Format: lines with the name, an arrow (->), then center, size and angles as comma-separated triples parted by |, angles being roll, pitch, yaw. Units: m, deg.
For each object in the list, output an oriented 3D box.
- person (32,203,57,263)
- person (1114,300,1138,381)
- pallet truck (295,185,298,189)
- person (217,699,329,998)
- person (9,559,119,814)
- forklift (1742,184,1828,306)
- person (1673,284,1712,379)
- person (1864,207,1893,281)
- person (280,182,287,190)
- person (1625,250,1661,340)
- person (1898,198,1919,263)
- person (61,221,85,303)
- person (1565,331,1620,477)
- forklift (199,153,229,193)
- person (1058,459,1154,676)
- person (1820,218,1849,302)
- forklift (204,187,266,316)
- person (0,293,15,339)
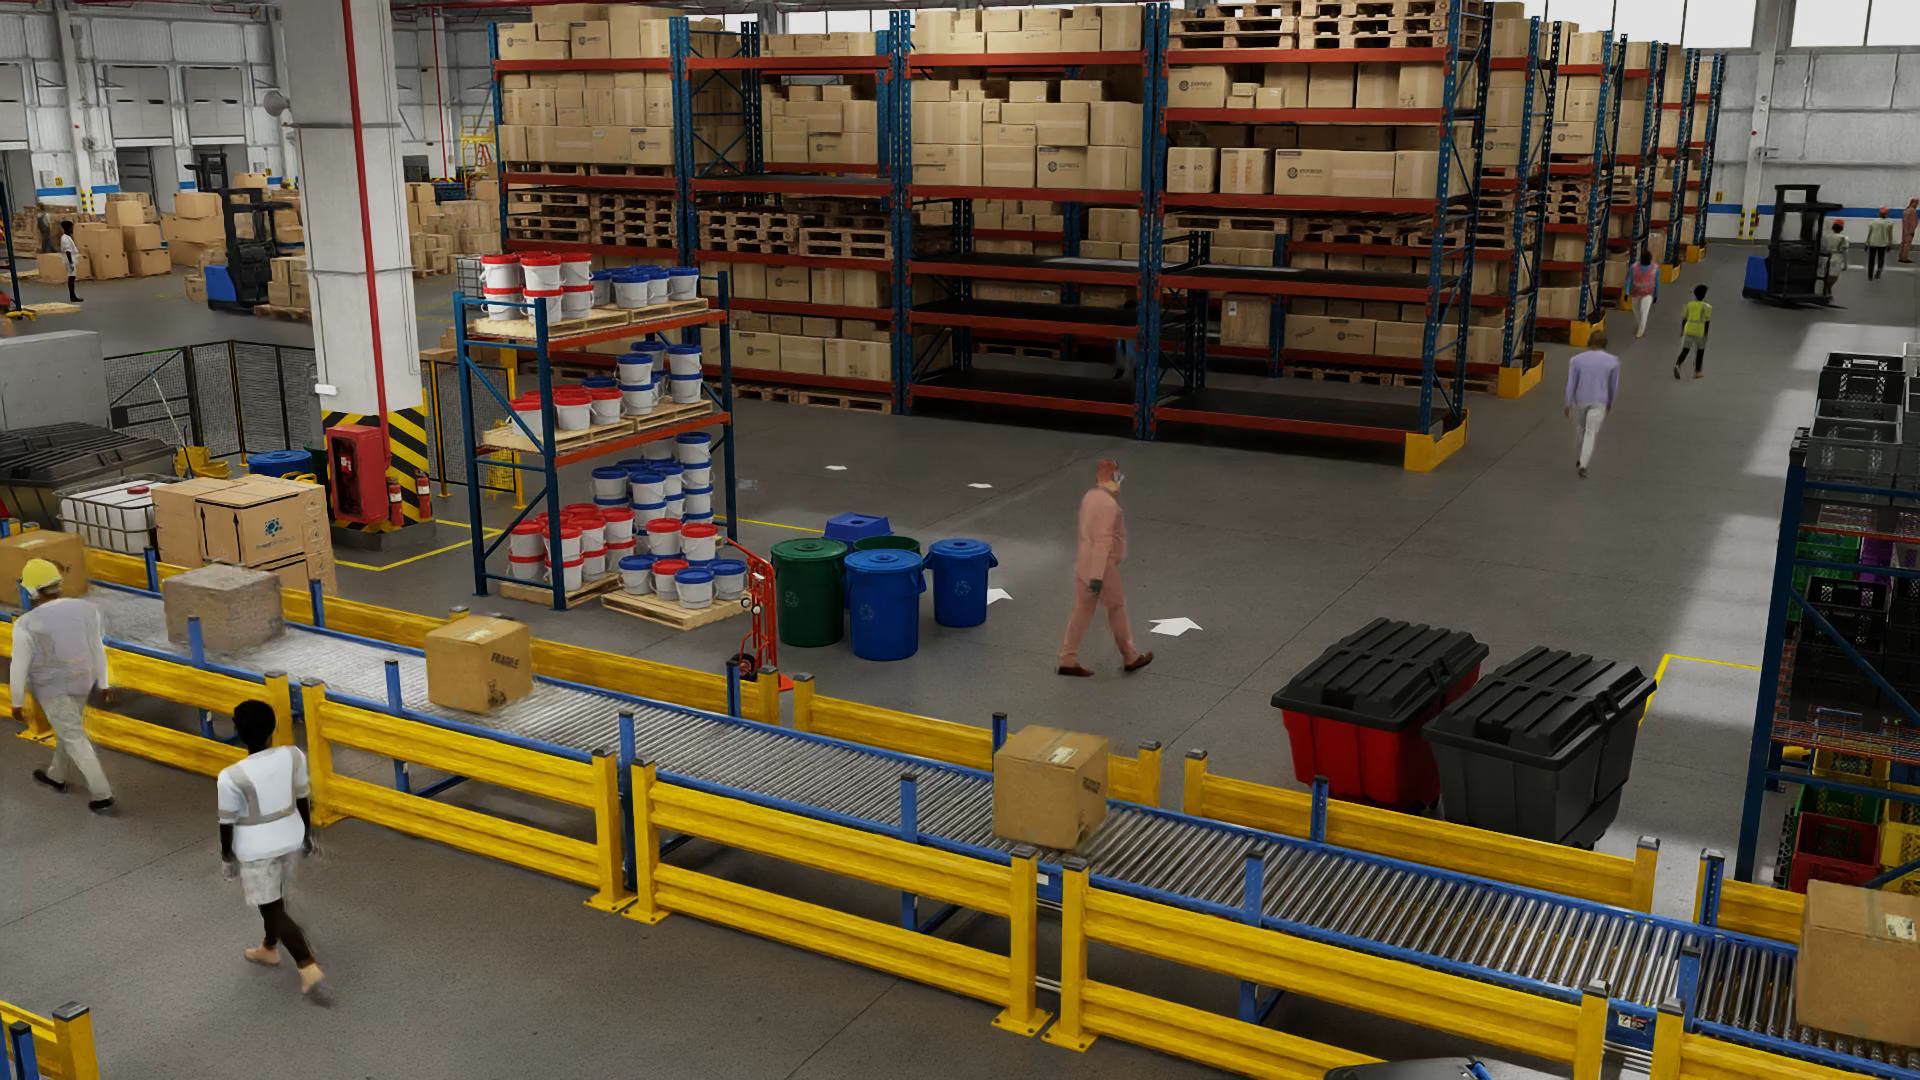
person -> -27.167, -9.067, 49.234 | 0.506, 1.800, 0.957 | 9, 17, 31
person -> 2.785, -3.006, 26.713 | 0.773, 1.663, 0.558 | 9, 17, 29
pallet truck -> -26.804, -14.617, 69.738 | 1.885, 1.965, 0.823 | -14, 20, -42
person -> -3.755, 1.680, 9.115 | 0.817, 1.668, 0.537 | 9, 17, 30
person -> -6.201, 1.002, 11.449 | 0.987, 1.779, 0.605 | 8, 17, 27
forklift -> 19.801, -7.072, 39.687 | 1.129, 2.768, 1.873 | -1, 15, -5
person -> 12.814, -3.628, 29.055 | 0.780, 1.666, 0.536 | -12, 19, -39
person -> 24.706, -7.964, 44.756 | 0.629, 1.977, 0.538 | 7, 16, 24
person -> -24.410, -11.980, 60.094 | 0.612, 1.852, 0.853 | -1, 15, -3
person -> 14.041, -5.066, 34.215 | 0.624, 1.810, 0.893 | 9, 17, 31
person -> 28.422, -9.254, 49.767 | 0.407, 1.902, 0.639 | 2, 15, 7
person -> -21.403, -6.699, 40.035 | 0.362, 1.965, 0.612 | -8, 17, -27
person -> 8.242, -1.785, 21.753 | 0.617, 1.887, 1.057 | 9, 17, 29
forklift -> -27.440, -12.865, 61.464 | 1.873, 2.768, 1.129 | 8, 17, 28
person -> 1.262, 0.248, 14.144 | 0.919, 1.849, 0.720 | -4, 15, -16
person -> 20.992, -6.720, 40.014 | 0.821, 2.021, 0.619 | -13, 20, -40
forklift -> -16.305, -6.620, 37.985 | 1.873, 2.768, 1.129 | 8, 17, 28
person -> -14.788, -2.898, 25.898 | 0.549, 1.883, 0.985 | 7, 16, 24
